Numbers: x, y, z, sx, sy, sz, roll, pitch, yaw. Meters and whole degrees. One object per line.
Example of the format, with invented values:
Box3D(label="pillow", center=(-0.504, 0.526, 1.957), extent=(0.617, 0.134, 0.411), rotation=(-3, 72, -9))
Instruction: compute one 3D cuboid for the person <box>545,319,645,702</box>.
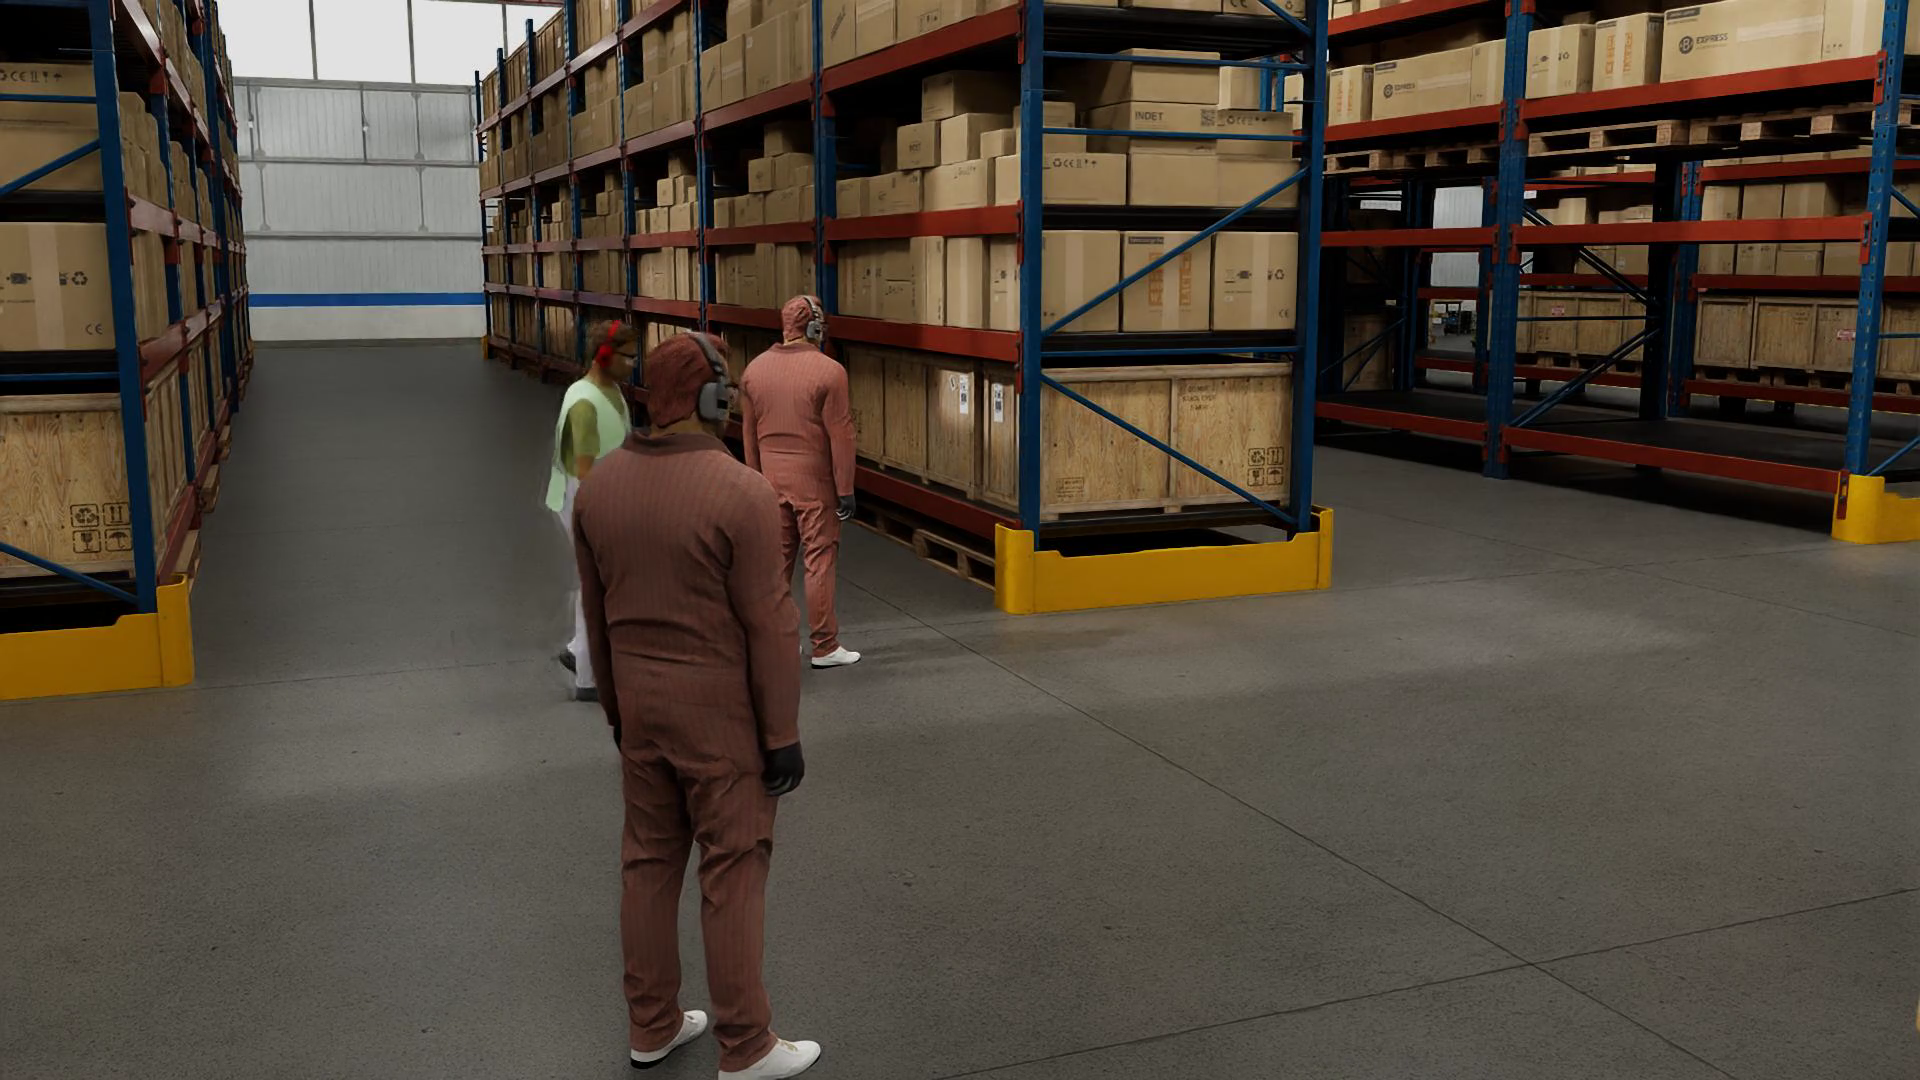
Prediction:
Box3D(label="person", center=(-1.665, -0.113, 7.717), extent=(0.482, 1.810, 0.612), rotation=(1, 9, 3))

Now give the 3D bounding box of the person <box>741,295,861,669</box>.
Box3D(label="person", center=(-0.794, -0.296, 8.546), extent=(0.651, 1.906, 0.403), rotation=(6, 11, 30))

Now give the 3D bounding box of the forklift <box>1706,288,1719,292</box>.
Box3D(label="forklift", center=(12.568, -3.866, 27.018), extent=(1.873, 2.768, 1.129), rotation=(-8, 12, -38))

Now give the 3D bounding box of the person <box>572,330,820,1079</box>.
Box3D(label="person", center=(-0.648, 0.432, 4.188), extent=(0.643, 1.909, 0.411), rotation=(6, 11, 31))

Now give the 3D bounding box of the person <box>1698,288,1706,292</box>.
Box3D(label="person", center=(16.416, -4.995, 36.647), extent=(1.099, 1.933, 0.621), rotation=(-5, 11, -27))
